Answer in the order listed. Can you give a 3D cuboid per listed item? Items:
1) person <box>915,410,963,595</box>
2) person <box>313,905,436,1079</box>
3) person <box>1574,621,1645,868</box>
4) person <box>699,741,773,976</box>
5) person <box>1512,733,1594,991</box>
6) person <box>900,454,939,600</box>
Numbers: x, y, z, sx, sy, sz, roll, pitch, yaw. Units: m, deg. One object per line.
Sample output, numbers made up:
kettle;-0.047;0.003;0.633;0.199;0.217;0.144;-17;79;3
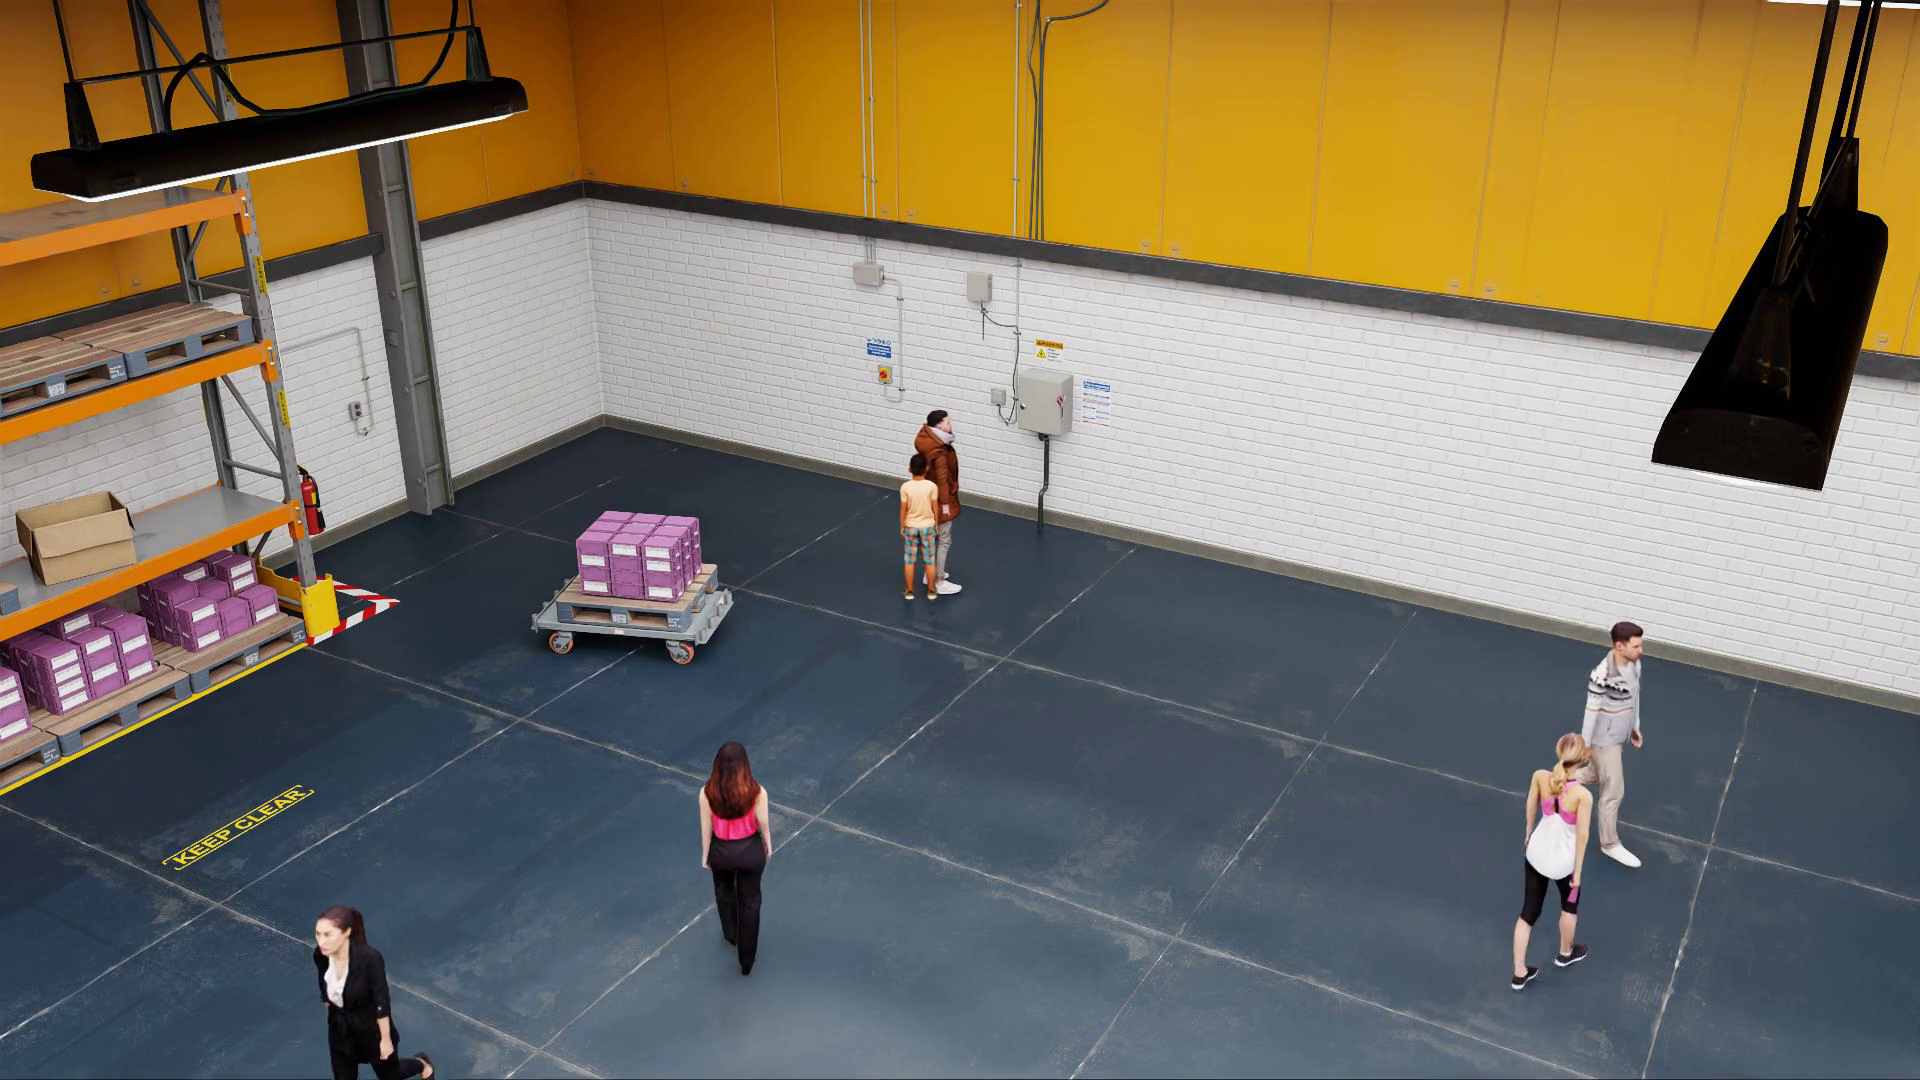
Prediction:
person;-0.212;-0.386;16.070;0.898;1.837;0.852;-9;25;-20
person;-3.274;2.698;9.265;0.781;1.637;1.039;6;24;13
person;4.615;1.370;12.032;0.947;1.853;1.147;22;32;40
person;-1.445;2.077;10.679;0.782;1.642;0.878;0;24;0
person;3.690;2.077;10.528;0.992;1.763;0.820;-19;30;-36
person;-0.383;-0.125;15.946;0.588;1.458;0.618;0;24;-1
